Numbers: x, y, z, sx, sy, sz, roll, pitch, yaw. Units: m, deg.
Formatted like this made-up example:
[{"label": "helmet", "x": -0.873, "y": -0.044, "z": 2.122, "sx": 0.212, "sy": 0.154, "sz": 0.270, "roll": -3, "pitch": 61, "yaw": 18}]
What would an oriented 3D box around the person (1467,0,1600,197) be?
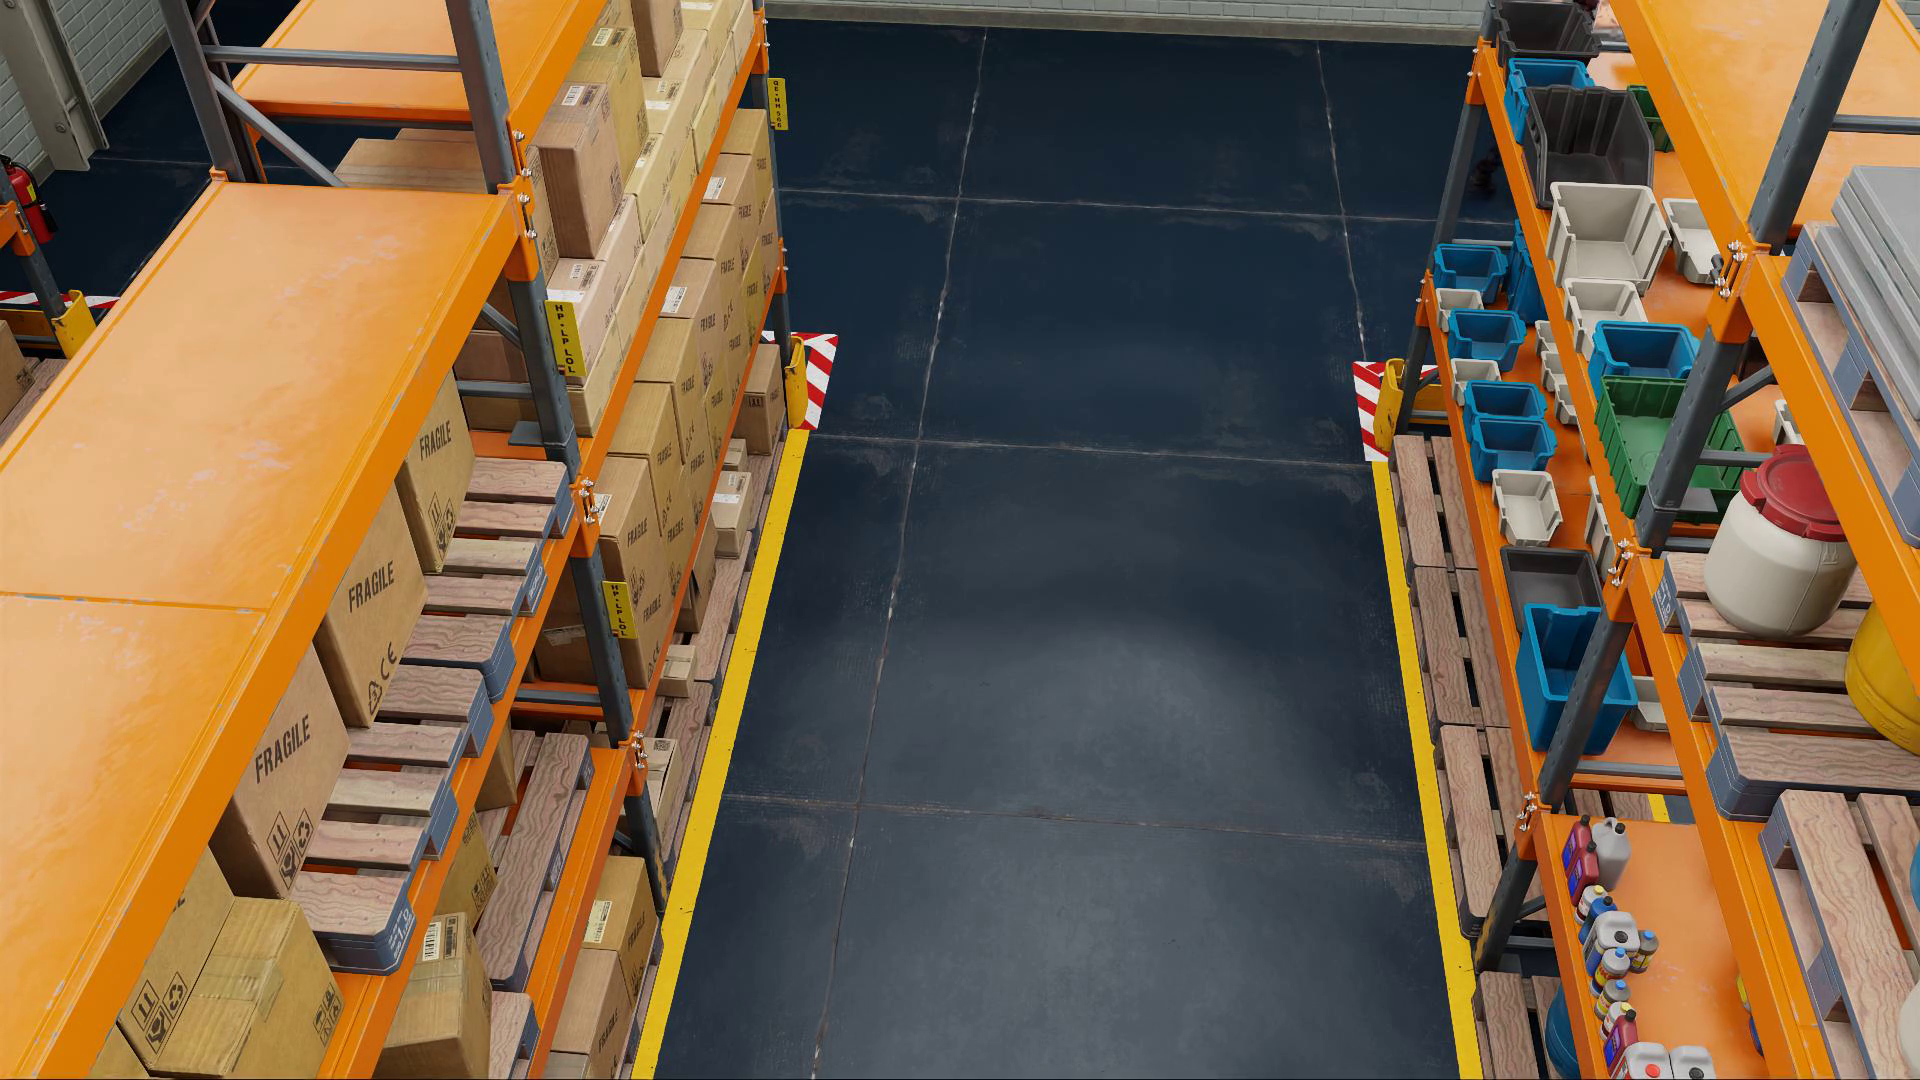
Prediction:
[{"label": "person", "x": 4.358, "y": -3.353, "z": 12.470, "sx": 0.971, "sy": 1.815, "sz": 1.221, "roll": -7, "pitch": 43, "yaw": -7}]
